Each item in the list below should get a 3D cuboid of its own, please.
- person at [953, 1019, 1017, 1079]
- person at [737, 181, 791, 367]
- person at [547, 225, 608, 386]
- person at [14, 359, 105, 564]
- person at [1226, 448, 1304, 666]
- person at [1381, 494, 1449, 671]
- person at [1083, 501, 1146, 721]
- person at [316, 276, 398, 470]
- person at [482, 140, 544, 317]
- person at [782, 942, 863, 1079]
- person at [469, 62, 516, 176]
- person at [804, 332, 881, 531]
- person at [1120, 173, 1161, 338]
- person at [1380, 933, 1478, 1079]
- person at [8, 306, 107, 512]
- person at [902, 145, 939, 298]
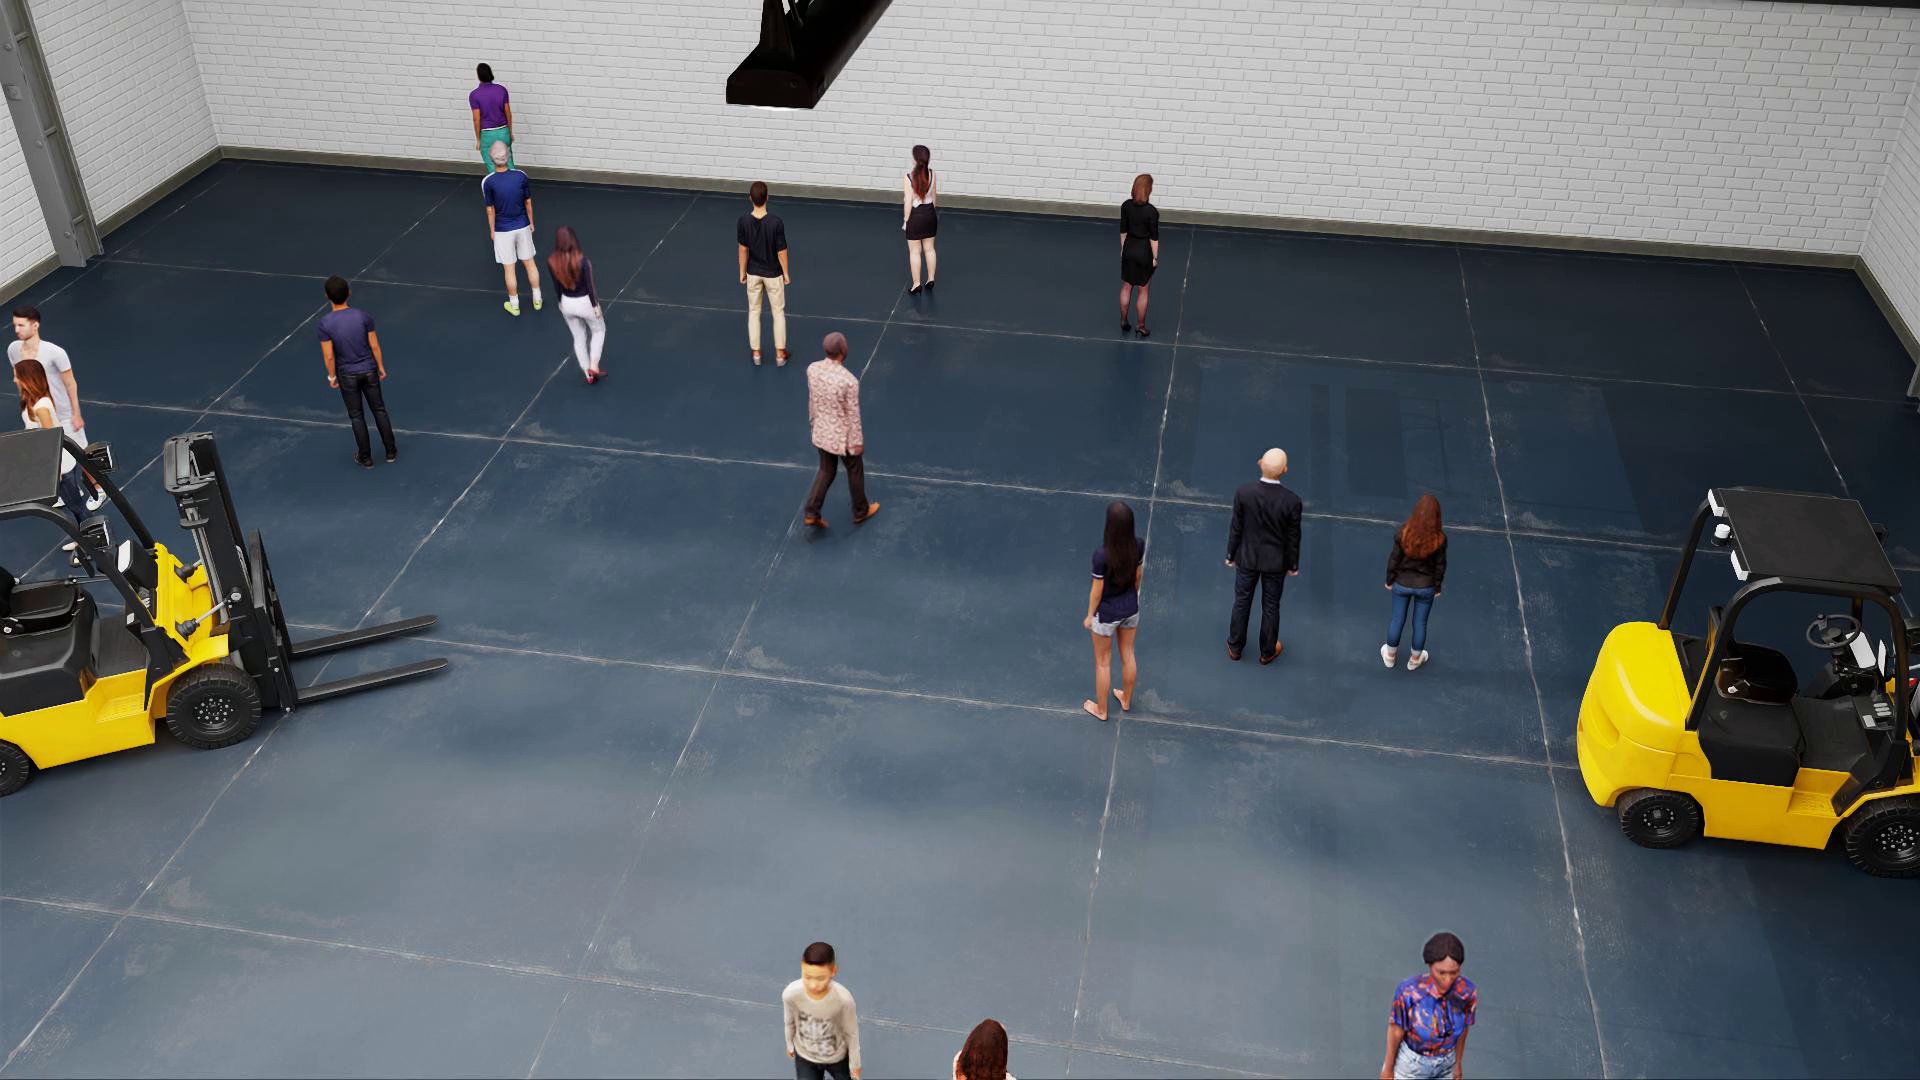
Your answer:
[{"bbox_3d":[0.098,2.947,8.193,0.808,1.464,0.982,22,39,29],"label":"person"},{"bbox_3d":[-1.898,-2.581,16.160,0.647,1.851,0.568,3,34,5],"label":"person"},{"bbox_3d":[-3.645,-2.185,15.801,0.639,1.588,0.553,8,35,12],"label":"person"},{"bbox_3d":[-7.210,-0.641,13.301,0.714,1.785,0.660,-22,40,-30],"label":"person"},{"bbox_3d":[2.205,0.126,12.134,0.709,1.800,0.619,10,35,15],"label":"person"},{"bbox_3d":[3.323,0.308,12.147,0.581,1.483,0.532,9,35,14],"label":"person"},{"bbox_3d":[1.081,0.501,11.601,0.661,1.766,0.699,-16,37,-22],"label":"person"},{"bbox_3d":[-5.271,-1.463,14.531,0.718,1.793,0.756,-18,38,-25],"label":"person"},{"bbox_3d":[-4.615,-3.219,17.131,0.720,1.839,0.772,-20,38,-27],"label":"person"},{"bbox_3d":[-0.698,2.615,8.714,0.635,1.441,1.007,2,34,3],"label":"person"},{"bbox_3d":[-5.439,-4.717,19.451,0.723,1.766,0.784,-21,39,-29],"label":"person"},{"bbox_3d":[-1.050,-0.844,13.594,0.966,1.799,1.133,21,39,28],"label":"person"},{"bbox_3d":[1.789,-2.858,16.710,0.660,1.704,0.657,24,40,31],"label":"person"},{"bbox_3d":[2.330,2.640,8.403,0.648,1.743,0.611,-4,34,-6],"label":"person"},{"bbox_3d":[-7.591,-1.112,13.946,0.676,1.855,0.564,7,34,10],"label":"person"},{"bbox_3d":[-0.417,-3.372,17.533,0.631,1.648,0.686,-20,39,-27],"label":"person"}]
